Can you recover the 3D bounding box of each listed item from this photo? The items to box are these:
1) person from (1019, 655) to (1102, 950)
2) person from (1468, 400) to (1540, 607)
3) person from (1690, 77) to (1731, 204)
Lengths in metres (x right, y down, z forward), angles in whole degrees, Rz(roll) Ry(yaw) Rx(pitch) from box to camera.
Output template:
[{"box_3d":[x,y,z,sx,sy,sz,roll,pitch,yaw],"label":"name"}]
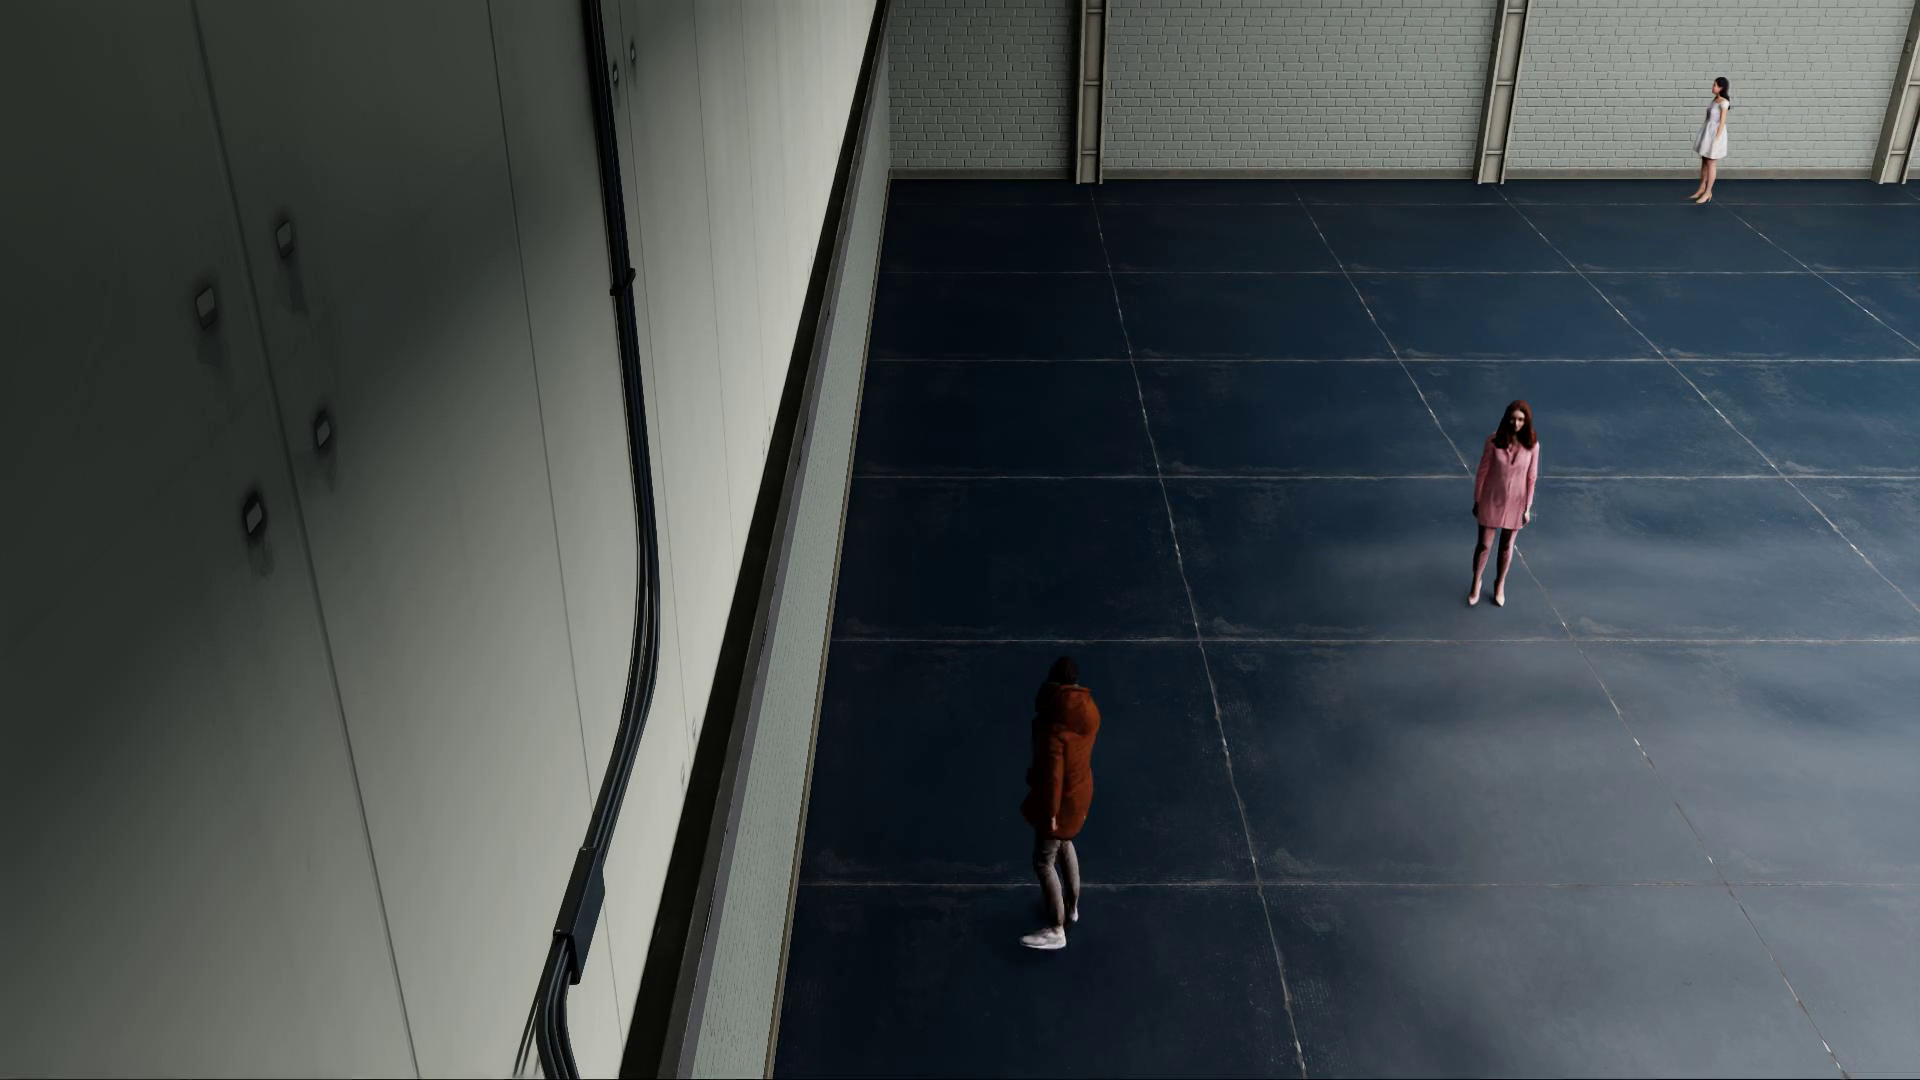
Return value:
[{"box_3d":[0.634,1.579,9.960,0.923,1.804,0.988,7,29,13],"label":"person"},{"box_3d":[4.420,-0.306,13.505,0.528,1.799,0.715,6,29,11],"label":"person"},{"box_3d":[10.685,-5.687,23.637,0.637,1.773,0.652,2,28,3],"label":"person"}]
